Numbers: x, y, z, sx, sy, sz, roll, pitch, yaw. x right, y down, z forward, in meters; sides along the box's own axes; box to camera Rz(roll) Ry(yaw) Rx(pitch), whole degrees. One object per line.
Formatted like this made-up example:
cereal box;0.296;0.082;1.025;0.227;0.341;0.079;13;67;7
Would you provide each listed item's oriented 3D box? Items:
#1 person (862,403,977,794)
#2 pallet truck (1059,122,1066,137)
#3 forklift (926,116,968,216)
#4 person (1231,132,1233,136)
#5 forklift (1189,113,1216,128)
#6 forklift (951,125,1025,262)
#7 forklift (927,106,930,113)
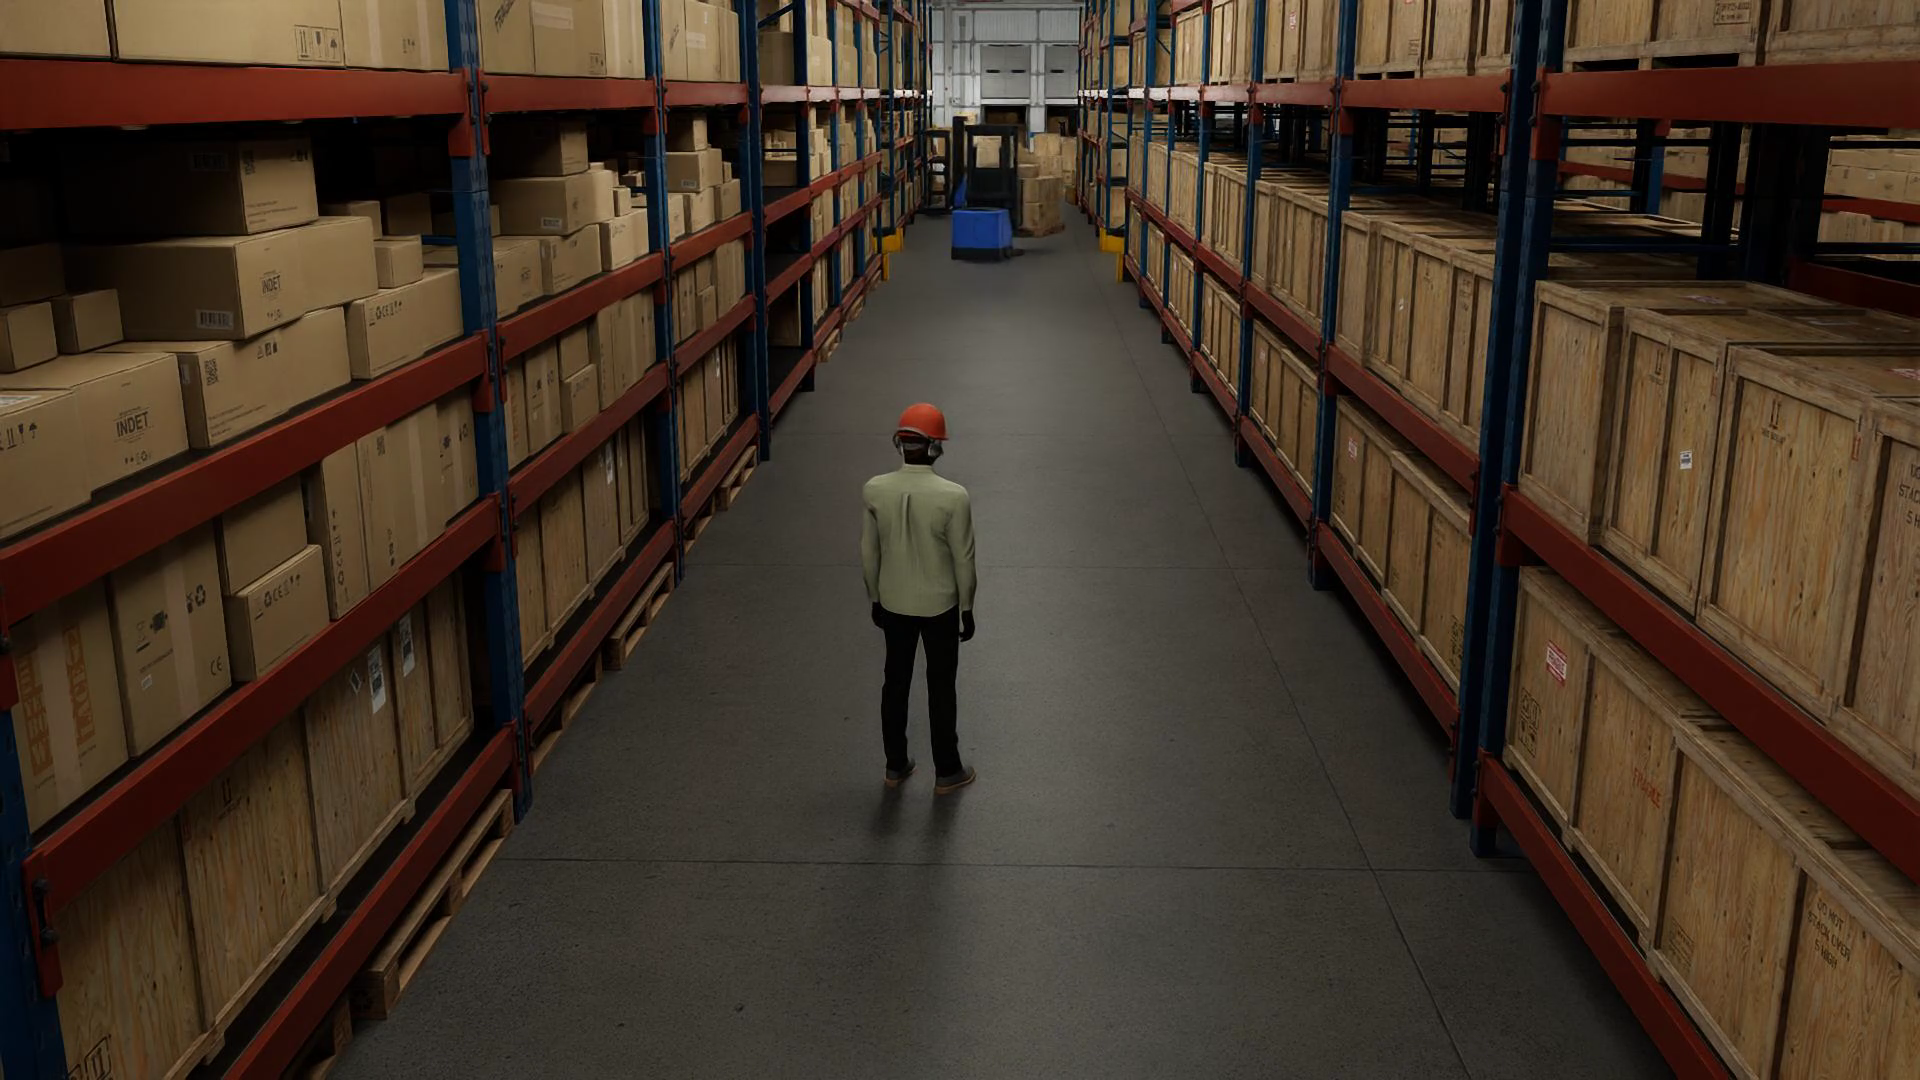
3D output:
person;-0.190;0.302;8.361;0.608;1.988;0.387;6;16;23
pallet truck;5.788;-21.111;88.014;1.885;1.965;0.823;5;16;18
forklift;-0.035;-10.751;47.793;1.873;2.768;1.129;0;15;2
person;13.773;-19.874;83.645;1.032;1.887;0.650;9;17;30
forklift;7.987;-12.769;55.302;1.129;2.768;1.873;0;15;1
forklift;0.592;-7.360;35.177;1.129;2.768;1.873;5;16;19
forklift;-2.001;-20.667;84.687;1.129;2.768;1.873;0;15;2
